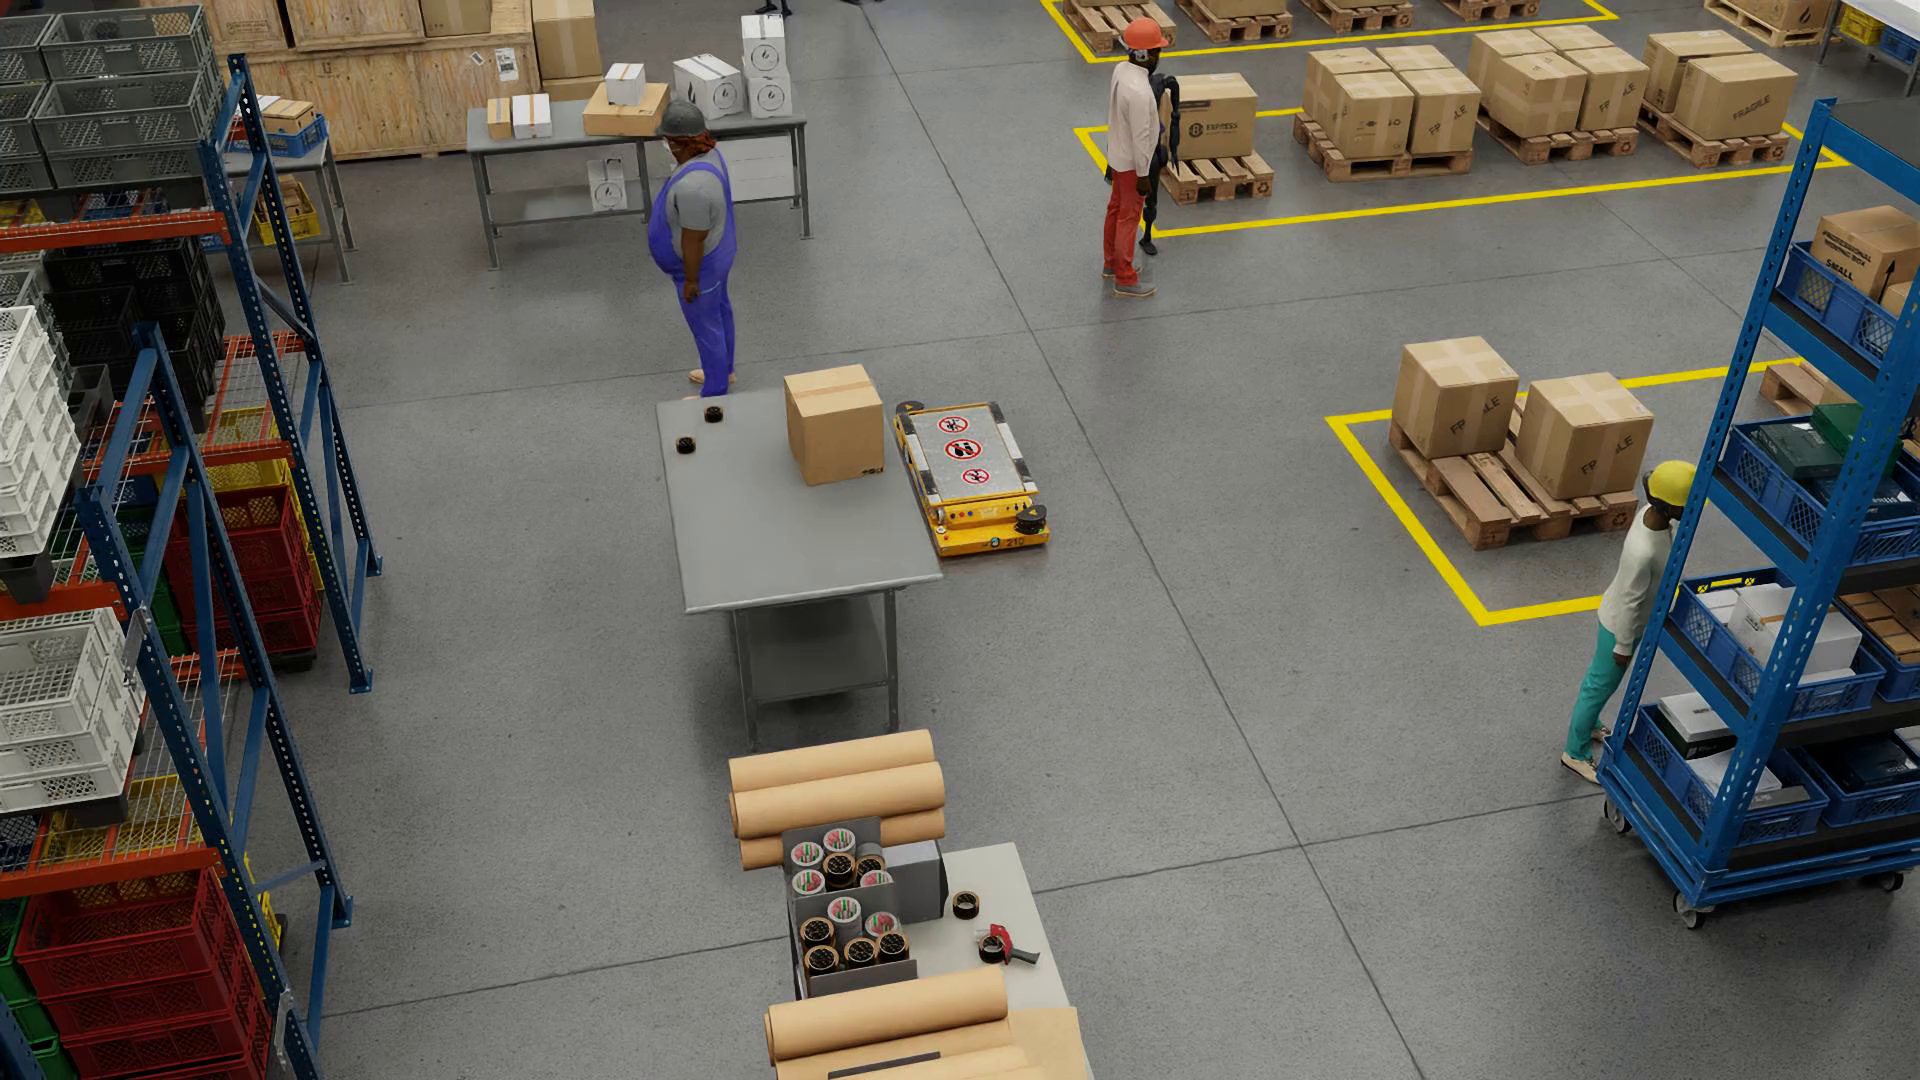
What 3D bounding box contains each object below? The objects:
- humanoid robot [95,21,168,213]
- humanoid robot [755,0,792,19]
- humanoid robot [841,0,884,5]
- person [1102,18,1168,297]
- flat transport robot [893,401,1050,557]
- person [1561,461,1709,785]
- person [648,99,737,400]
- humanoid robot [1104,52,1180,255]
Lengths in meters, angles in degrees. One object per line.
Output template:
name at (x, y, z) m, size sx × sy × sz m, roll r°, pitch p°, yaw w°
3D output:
humanoid robot at (-6.138, -3.065, 12.502) m, size 0.367 × 1.653 × 0.604 m, roll -30°, pitch 46°, yaw -34°
humanoid robot at (-1.921, -6.019, 16.461) m, size 0.333 × 1.647 × 0.570 m, roll -30°, pitch 46°, yaw -34°
humanoid robot at (-1.033, -6.167, 16.679) m, size 0.589 × 1.629 × 0.544 m, roll 25°, pitch 43°, yaw 30°
person at (1.220, -2.690, 11.724) m, size 0.376 × 1.995 × 0.610 m, roll -6°, pitch 37°, yaw -9°
flat transport robot at (0.046, -0.430, 10.108) m, size 0.652 × 0.197 × 1.431 m, roll -8°, pitch 37°, yaw -10°
person at (3.157, 0.369, 7.802) m, size 0.312 × 1.768 × 0.526 m, roll 18°, pitch 40°, yaw 22°
person at (-1.678, -1.798, 10.487) m, size 0.536 × 2.000 × 0.679 m, roll 2°, pitch 37°, yaw 2°
humanoid robot at (1.337, -2.856, 12.211) m, size 0.564 × 1.651 × 0.351 m, roll -9°, pitch 38°, yaw -12°
